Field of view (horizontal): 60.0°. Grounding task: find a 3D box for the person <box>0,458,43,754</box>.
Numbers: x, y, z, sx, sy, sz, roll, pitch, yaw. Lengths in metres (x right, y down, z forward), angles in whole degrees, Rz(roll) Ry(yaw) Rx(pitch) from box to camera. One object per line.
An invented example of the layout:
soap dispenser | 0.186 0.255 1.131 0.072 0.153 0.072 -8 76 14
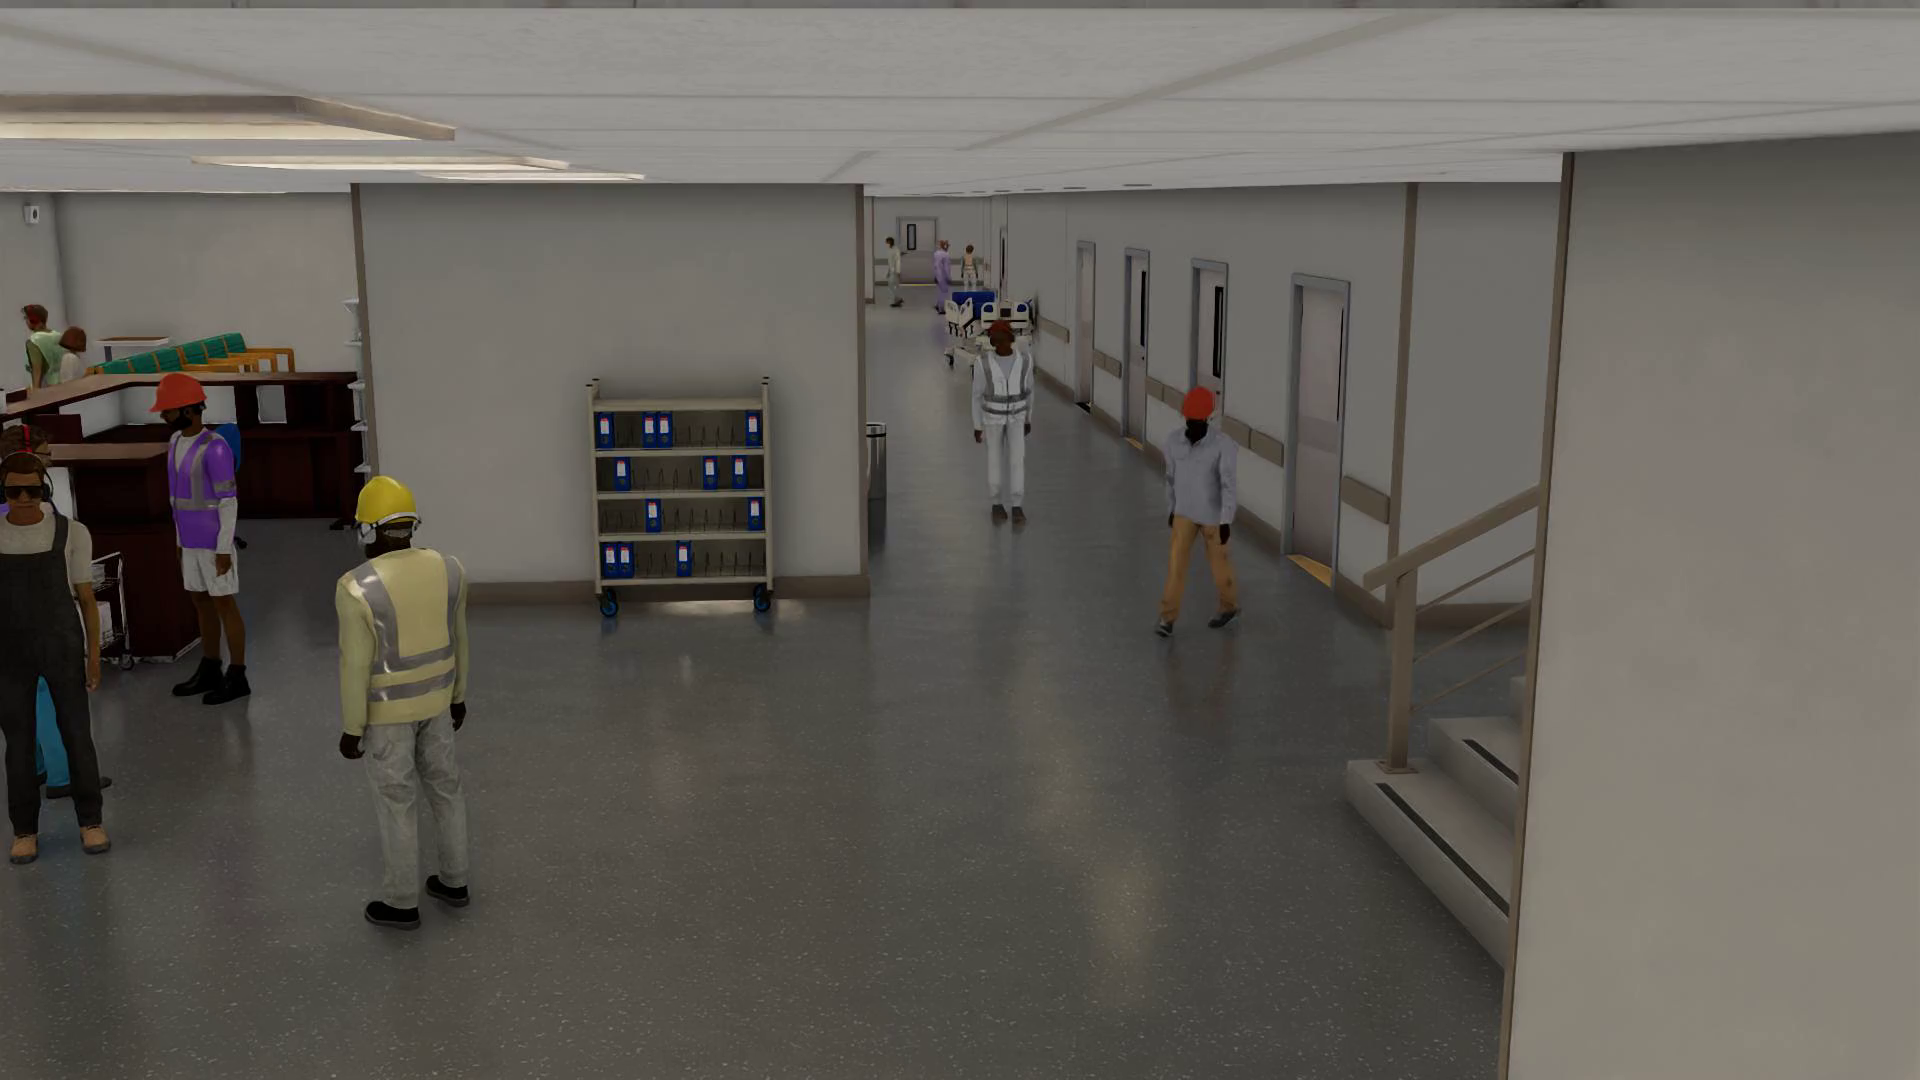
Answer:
person | -5.124 0.226 8.718 0.977 1.863 0.654 3 12 16

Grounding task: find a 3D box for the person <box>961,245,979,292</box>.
person | 0.278 -7.605 47.516 0.517 1.639 0.312 3 12 14

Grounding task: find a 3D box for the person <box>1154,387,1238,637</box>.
person | 1.600 -0.190 11.133 0.590 1.699 0.921 8 14 36

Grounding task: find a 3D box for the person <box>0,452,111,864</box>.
person | -4.067 0.516 7.340 0.508 1.838 0.342 -5 13 -24

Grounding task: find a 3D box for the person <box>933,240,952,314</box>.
person | -0.407 -6.733 42.618 0.432 1.891 0.678 -6 13 -26

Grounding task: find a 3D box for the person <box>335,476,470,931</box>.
person | -2.246 0.651 6.695 0.403 1.830 0.601 8 14 33

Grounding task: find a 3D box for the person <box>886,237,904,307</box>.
person | -1.819 -7.307 45.371 0.438 1.915 0.664 -4 12 -18

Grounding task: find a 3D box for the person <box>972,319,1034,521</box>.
person | 0.391 -1.082 15.099 0.595 1.848 0.707 -2 12 -9

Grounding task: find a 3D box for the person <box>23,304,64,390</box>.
person | -9.514 -1.538 17.387 0.376 1.838 0.589 0 12 -2

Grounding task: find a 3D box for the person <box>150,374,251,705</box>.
person | -4.410 -0.004 9.652 0.547 1.930 0.384 9 14 36

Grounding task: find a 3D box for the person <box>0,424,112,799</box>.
person | -4.538 0.357 8.123 0.564 1.837 0.388 7 14 31
